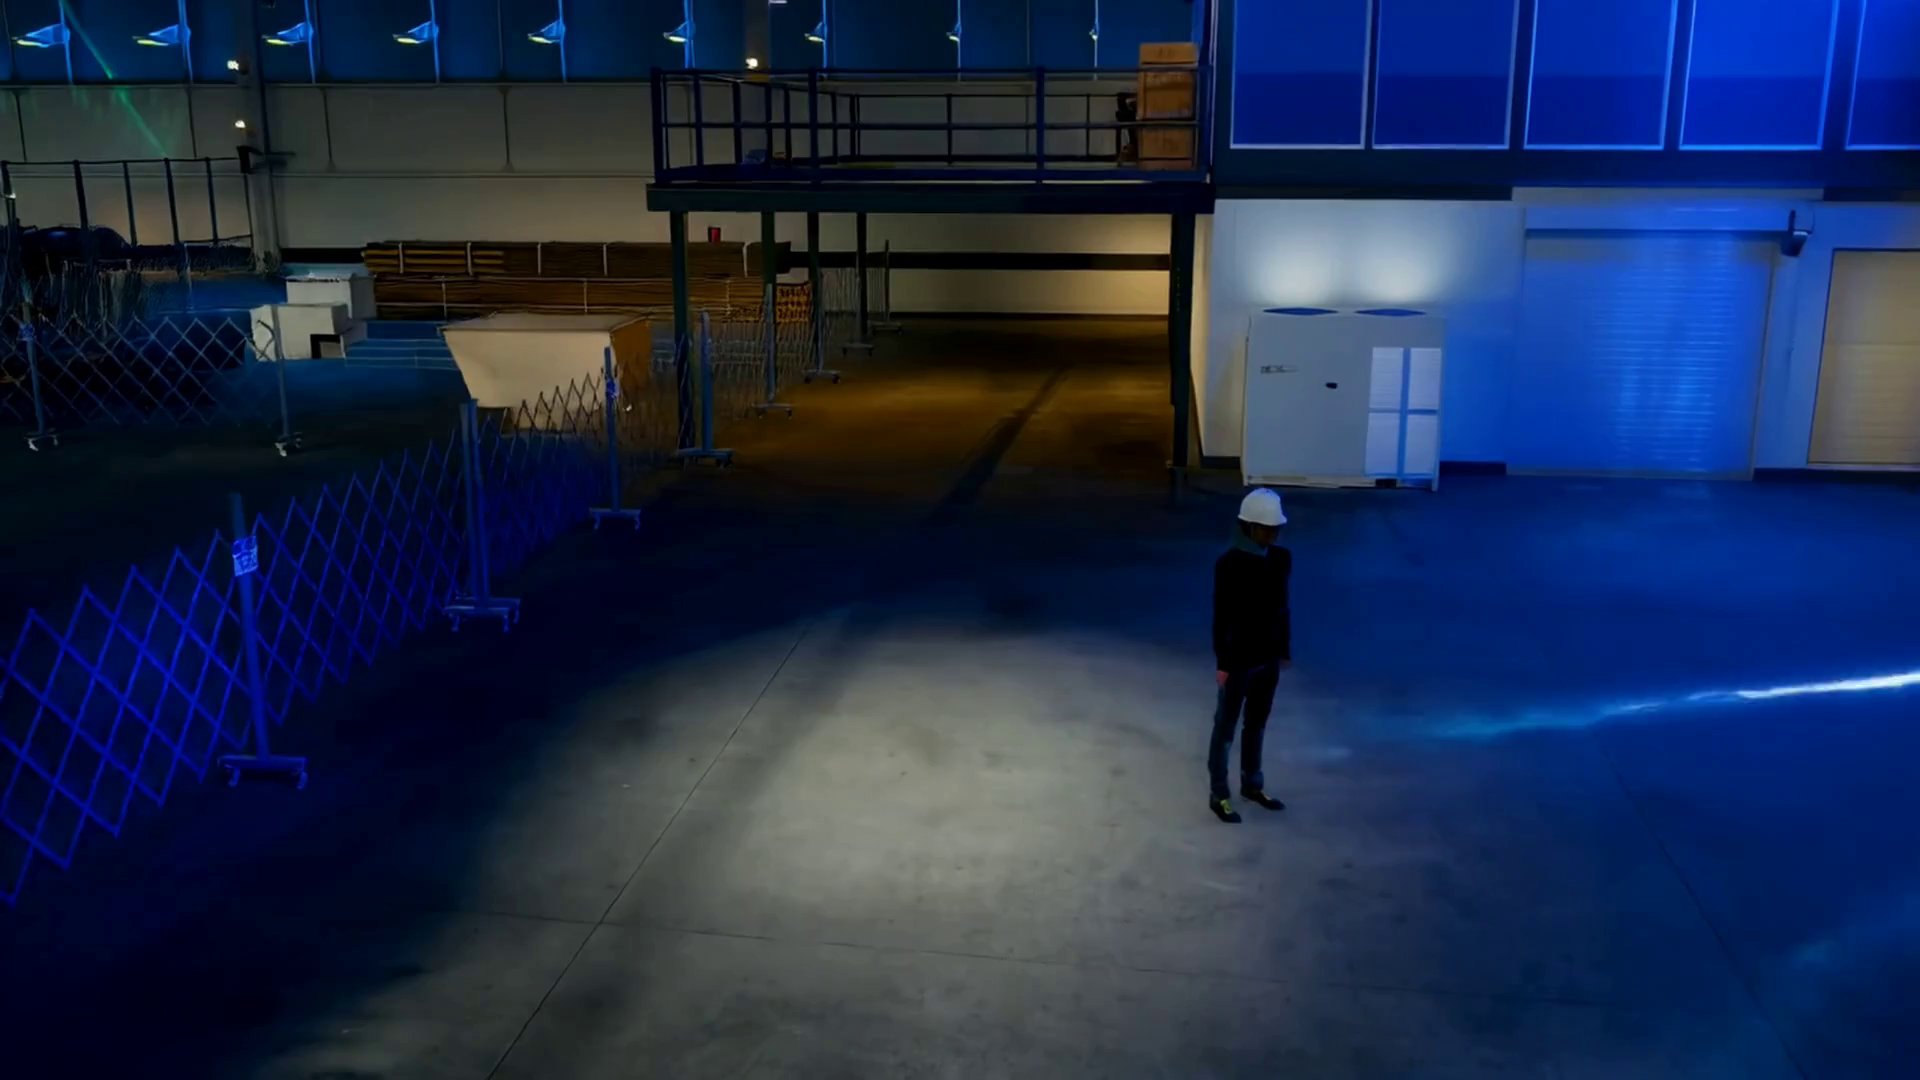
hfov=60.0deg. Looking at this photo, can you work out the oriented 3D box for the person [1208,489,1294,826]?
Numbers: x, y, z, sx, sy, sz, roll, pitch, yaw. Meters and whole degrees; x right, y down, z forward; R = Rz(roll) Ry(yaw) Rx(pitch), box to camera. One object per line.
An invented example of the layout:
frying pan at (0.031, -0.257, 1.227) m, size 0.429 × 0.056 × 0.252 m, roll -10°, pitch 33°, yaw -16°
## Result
person at (1.530, 0.598, 8.665) m, size 0.523 × 1.770 × 0.315 m, roll -9°, pitch 17°, yaw -33°
